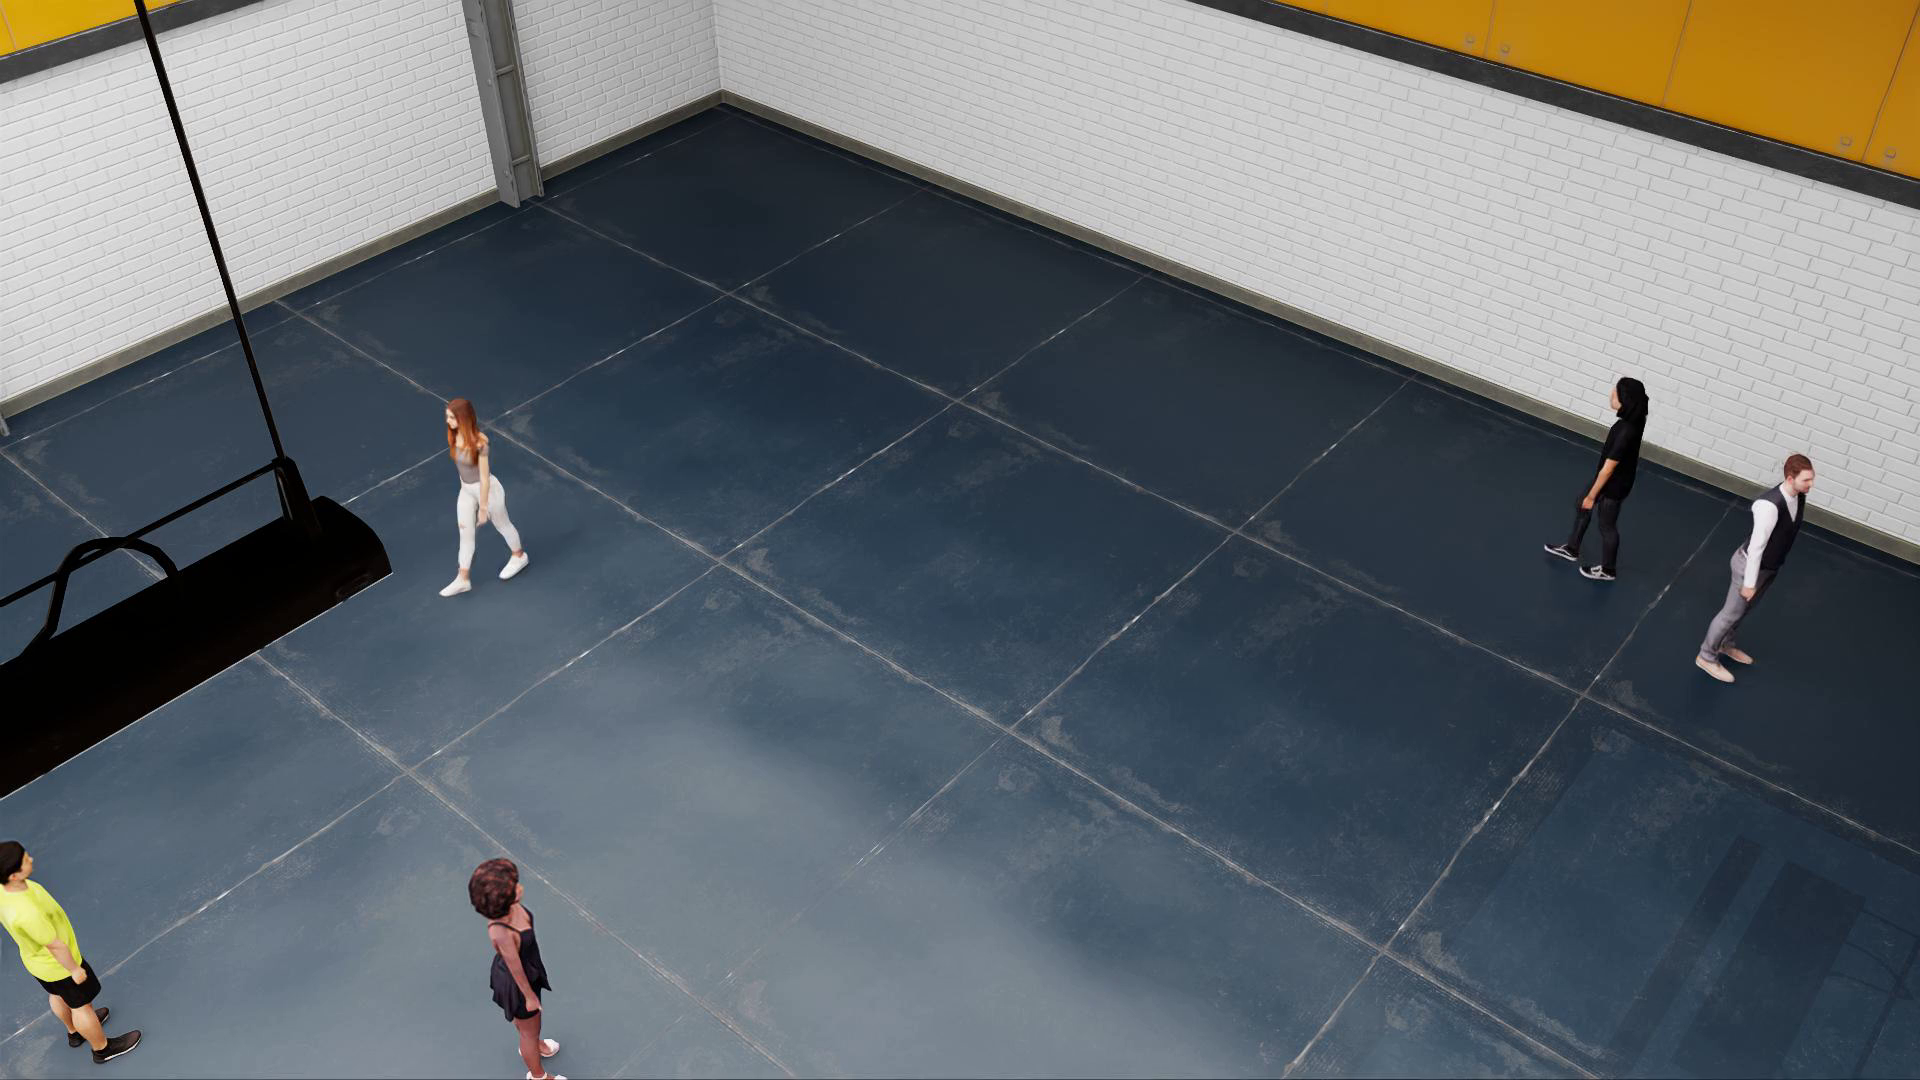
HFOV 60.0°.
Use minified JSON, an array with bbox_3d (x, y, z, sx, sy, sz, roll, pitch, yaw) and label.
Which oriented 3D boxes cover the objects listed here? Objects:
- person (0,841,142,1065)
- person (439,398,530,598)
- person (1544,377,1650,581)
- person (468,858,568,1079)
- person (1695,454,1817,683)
[{"bbox_3d":[-5.105,2.319,9.328,0.633,1.709,0.548,24,44,27],"label":"person"},{"bbox_3d":[-3.583,-0.391,12.727,0.637,1.701,1.009,23,44,26],"label":"person"},{"bbox_3d":[5.075,-0.424,12.678,0.820,1.814,0.824,18,42,21],"label":"person"},{"bbox_3d":[-2.429,2.406,9.154,0.673,1.790,0.642,-13,40,-16],"label":"person"},{"bbox_3d":[5.671,0.154,11.862,0.599,1.929,0.771,-27,46,-30],"label":"person"}]
